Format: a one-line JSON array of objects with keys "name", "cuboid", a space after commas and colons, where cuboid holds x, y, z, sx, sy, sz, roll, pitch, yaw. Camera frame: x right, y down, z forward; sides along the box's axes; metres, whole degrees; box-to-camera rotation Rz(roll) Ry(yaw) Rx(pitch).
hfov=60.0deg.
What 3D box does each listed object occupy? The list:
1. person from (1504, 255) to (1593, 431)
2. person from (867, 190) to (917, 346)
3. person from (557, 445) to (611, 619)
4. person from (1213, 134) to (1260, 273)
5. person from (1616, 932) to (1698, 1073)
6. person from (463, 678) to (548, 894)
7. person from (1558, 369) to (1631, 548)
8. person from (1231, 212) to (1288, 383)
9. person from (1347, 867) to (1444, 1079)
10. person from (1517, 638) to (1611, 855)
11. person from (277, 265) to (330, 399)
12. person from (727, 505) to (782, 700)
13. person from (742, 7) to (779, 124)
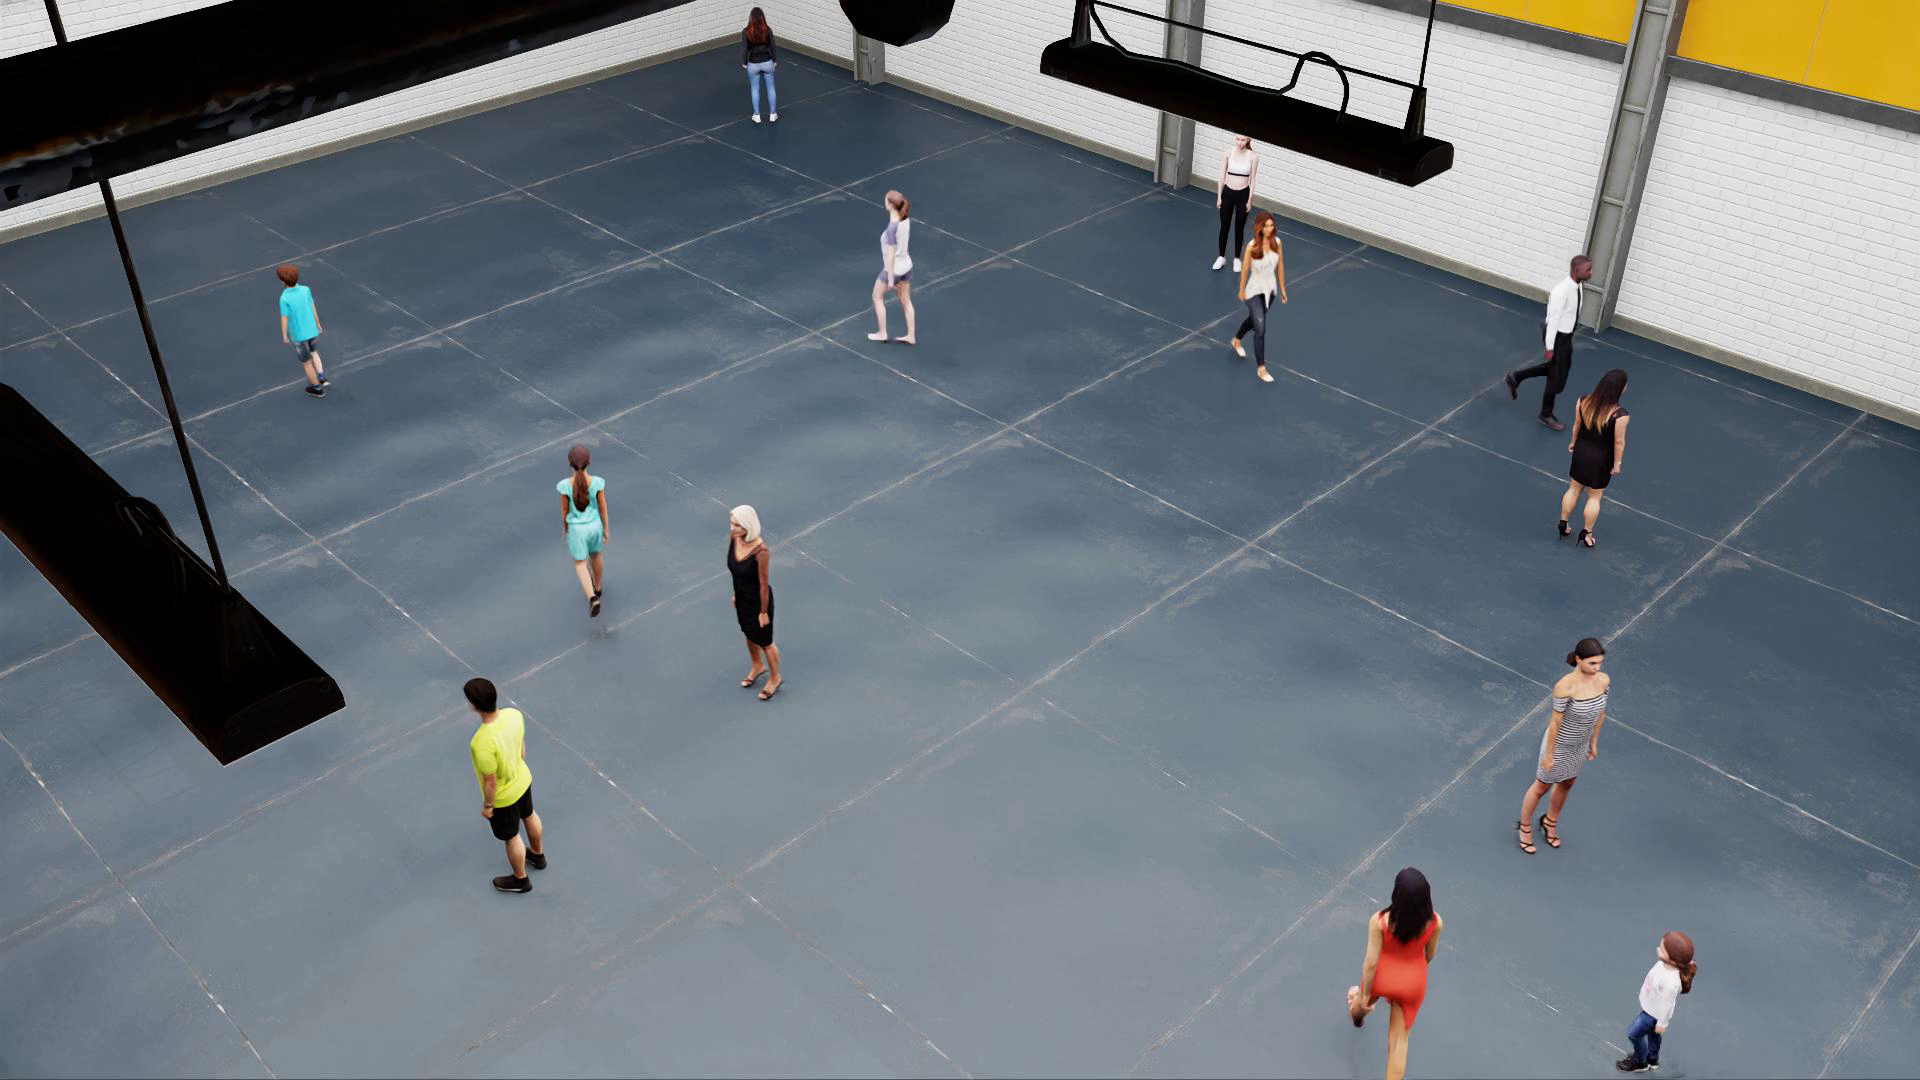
[{"name": "person", "cuboid": [5.817, -1.993, 16.428, 0.982, 1.811, 0.672, 27, 42, 34]}, {"name": "person", "cuboid": [-0.607, -2.870, 17.804, 0.816, 1.748, 0.687, 19, 38, 26]}, {"name": "person", "cuboid": [-3.095, -0.061, 13.763, 0.791, 1.544, 1.010, -11, 35, -16]}, {"name": "person", "cuboid": [3.240, -4.012, 19.529, 0.619, 1.741, 0.729, 9, 35, 14]}, {"name": "person", "cuboid": [4.210, 2.773, 9.898, 0.582, 1.102, 0.540, 9, 35, 14]}, {"name": "person", "cuboid": [-3.018, 1.618, 11.091, 0.681, 1.706, 0.698, 11, 35, 16]}, {"name": "person", "cuboid": [5.563, -0.722, 14.601, 0.742, 1.717, 0.558, -24, 41, -32]}, {"name": "person", "cuboid": [3.099, -2.611, 17.422, 0.833, 1.740, 1.198, -15, 37, -22]}, {"name": "person", "cuboid": [2.533, 2.633, 9.600, 1.104, 1.665, 1.114, 2, 34, 4]}, {"name": "person", "cuboid": [4.117, 1.397, 11.322, 0.653, 1.817, 0.647, -13, 36, -18]}, {"name": "person", "cuboid": [-6.650, -2.123, 16.959, 0.573, 1.440, 0.578, 20, 38, 27]}, {"name": "person", "cuboid": [-1.585, 0.454, 12.807, 0.650, 1.743, 0.482, -24, 40, -31]}, {"name": "person", "cuboid": [-2.859, -6.821, 23.848, 0.719, 1.637, 0.742, -6, 34, -9]}]
